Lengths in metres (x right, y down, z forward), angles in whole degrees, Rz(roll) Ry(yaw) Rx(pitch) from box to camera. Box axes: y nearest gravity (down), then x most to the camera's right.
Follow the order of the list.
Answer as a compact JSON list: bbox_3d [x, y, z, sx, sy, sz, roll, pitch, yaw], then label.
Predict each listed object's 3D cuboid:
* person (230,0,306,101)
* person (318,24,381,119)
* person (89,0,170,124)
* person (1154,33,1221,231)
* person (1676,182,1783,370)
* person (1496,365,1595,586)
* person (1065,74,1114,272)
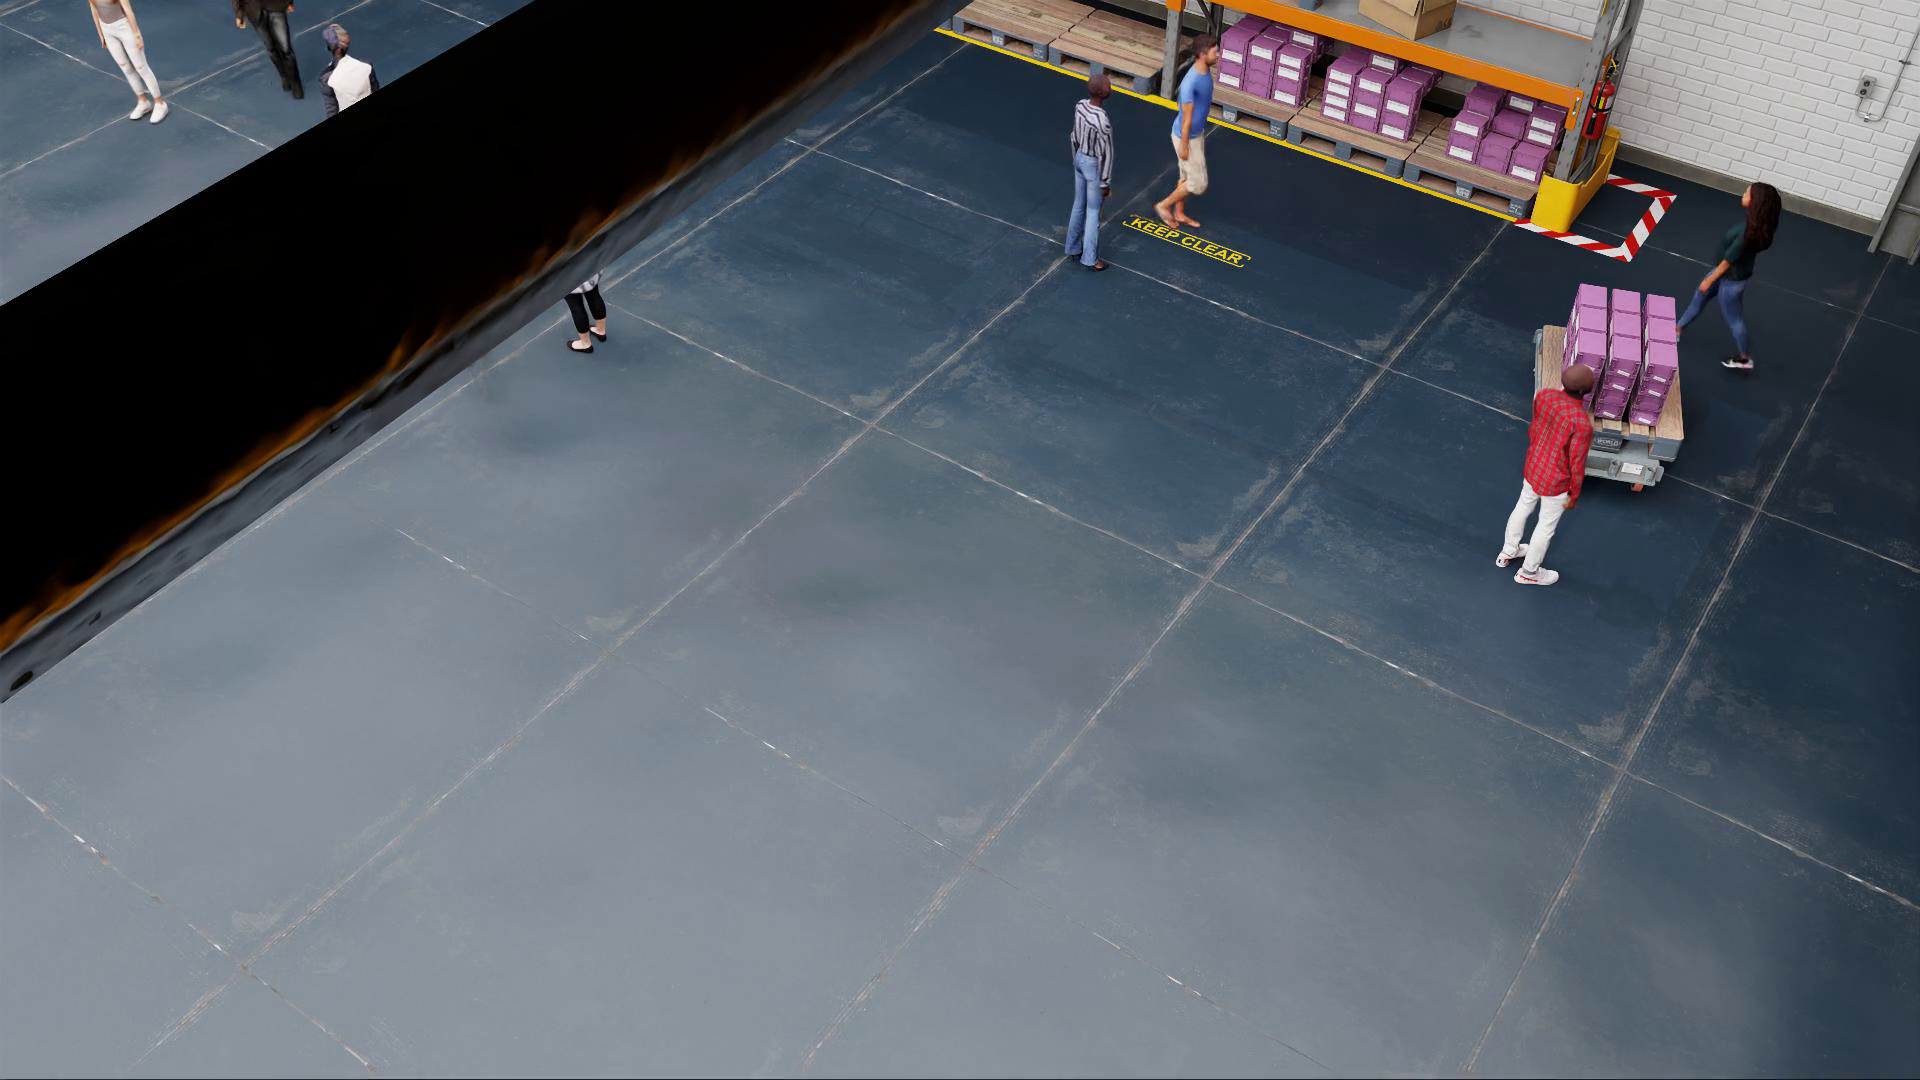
[{"bbox_3d":[-6.851,-5.286,16.379,0.948,1.784,1.018,-10,45,-11],"label":"person"},{"bbox_3d":[-5.228,-3.587,14.517,0.728,1.893,0.664,-32,52,-29],"label":"person"},{"bbox_3d":[-8.057,-4.870,15.991,0.588,1.718,0.721,8,44,9],"label":"person"},{"bbox_3d":[1.927,-3.549,14.507,0.775,1.852,0.729,16,46,16],"label":"person"},{"bbox_3d":[6.162,-2.029,13.113,1.066,1.574,0.580,25,49,24],"label":"person"},{"bbox_3d":[4.004,-0.458,11.286,0.816,1.820,0.708,-16,46,-16],"label":"person"},{"bbox_3d":[1.112,-3.115,14.093,0.762,1.794,0.638,-21,48,-21],"label":"person"}]
